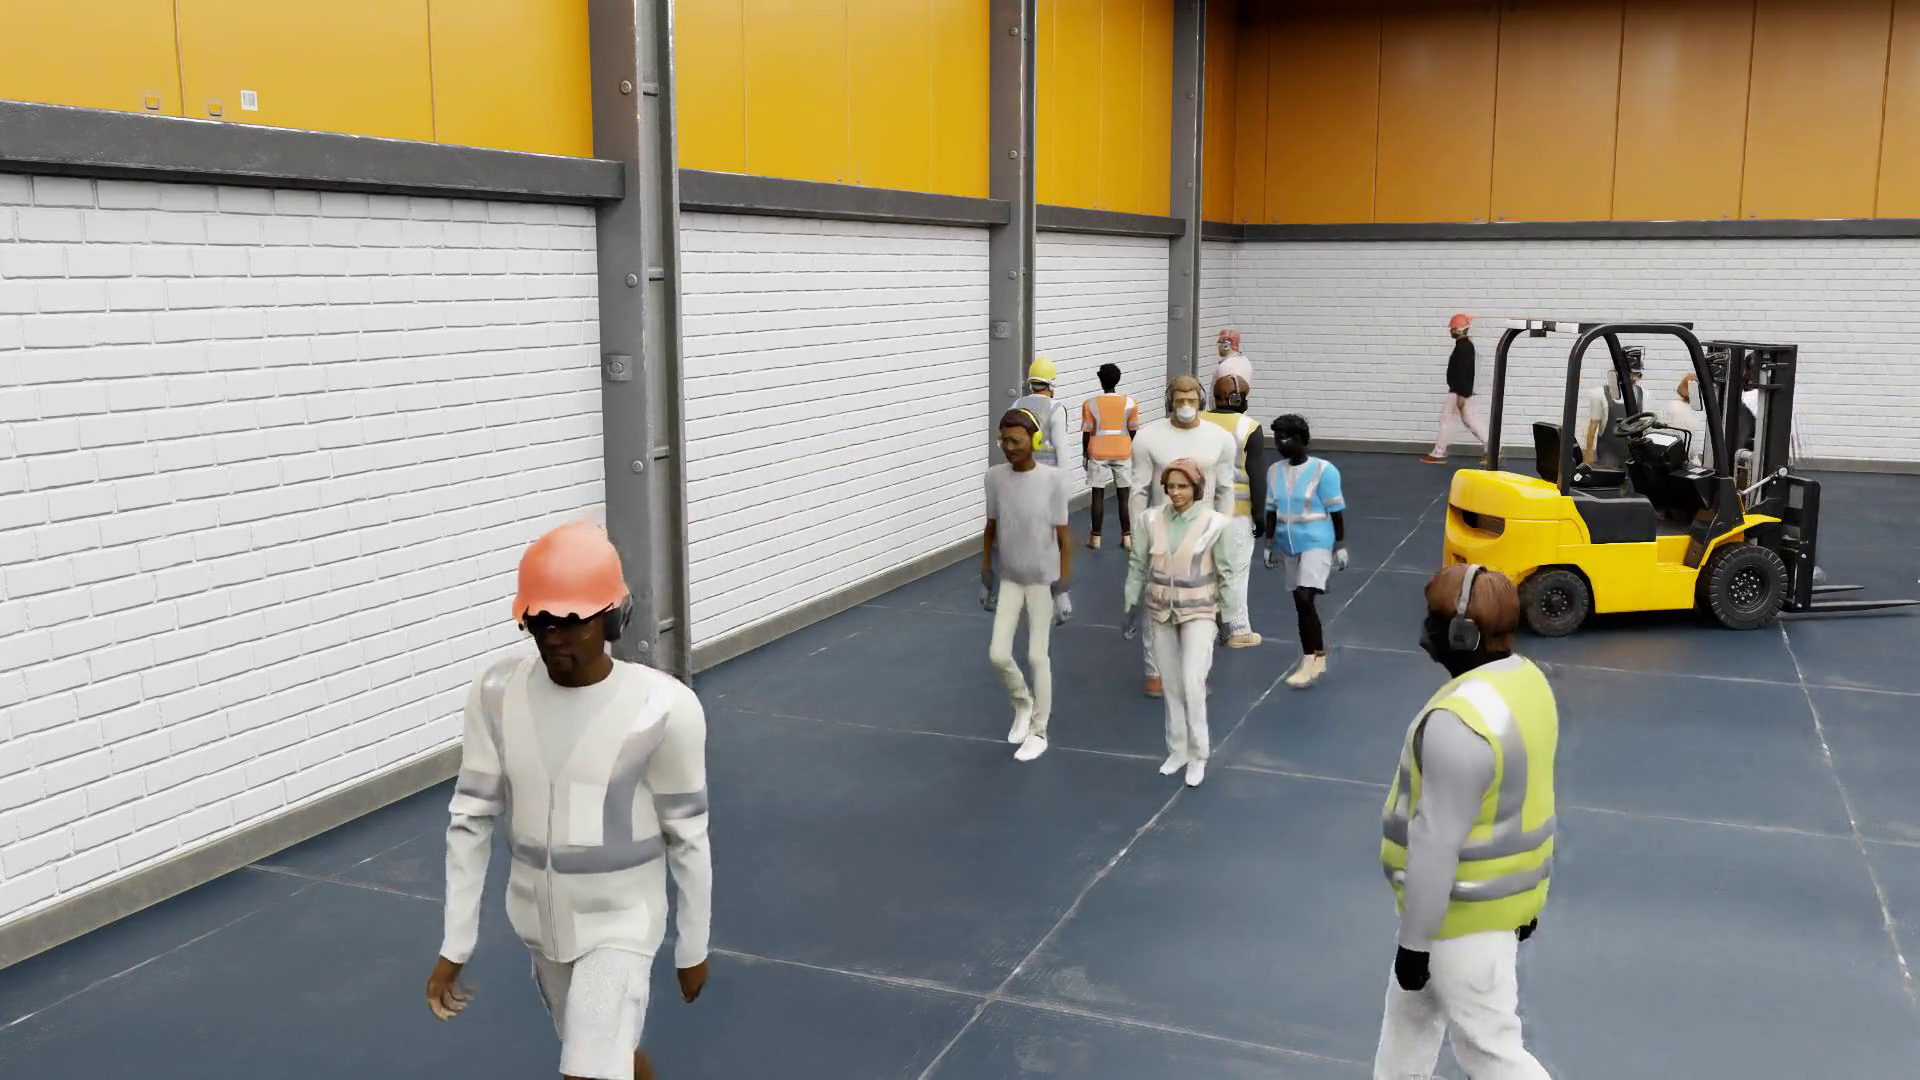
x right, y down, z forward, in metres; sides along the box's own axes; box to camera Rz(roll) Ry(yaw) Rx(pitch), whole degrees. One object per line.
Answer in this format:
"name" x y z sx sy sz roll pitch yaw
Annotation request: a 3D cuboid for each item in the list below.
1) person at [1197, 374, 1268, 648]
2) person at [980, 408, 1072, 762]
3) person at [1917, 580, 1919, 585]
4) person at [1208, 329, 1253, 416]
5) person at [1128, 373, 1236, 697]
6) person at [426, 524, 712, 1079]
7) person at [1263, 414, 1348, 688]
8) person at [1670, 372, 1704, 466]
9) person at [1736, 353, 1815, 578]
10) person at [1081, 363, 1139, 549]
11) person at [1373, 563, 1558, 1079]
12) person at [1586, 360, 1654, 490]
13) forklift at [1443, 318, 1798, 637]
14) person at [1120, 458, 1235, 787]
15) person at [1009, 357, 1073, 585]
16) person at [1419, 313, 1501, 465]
"person" 1.799 -0.196 11.244 0.634 1.838 0.429 8 12 39
"person" 0.344 0.228 8.654 0.577 1.848 0.397 5 10 27
"person" 7.892 -0.519 13.128 0.704 1.875 0.473 -9 13 -44
"person" 2.797 -1.249 17.408 0.407 1.912 0.639 5 11 30
"person" 1.318 -0.026 9.911 0.636 1.936 0.354 0 9 -2
"person" -0.905 0.925 4.056 0.604 1.984 1.088 3 10 19
"person" 2.051 0.067 10.164 0.647 1.661 0.563 -7 12 -38
"person" 6.546 -0.692 14.916 0.497 1.615 0.483 -6 11 -34
"person" 6.639 -0.622 13.791 0.607 1.857 1.076 -8 12 -38
"person" 1.356 -0.753 15.075 0.535 1.695 0.320 -1 9 -3
"person" 1.395 0.957 4.382 0.940 1.807 0.634 6 11 34
"person" 5.720 -0.695 14.354 0.514 1.808 0.684 -1 9 -5
"forklift" 4.706 -0.497 11.990 2.313 2.155 1.214 -2 10 -10
"person" 1.071 0.408 8.256 0.536 1.623 0.538 6 11 32
"person" 0.670 -0.544 13.352 0.404 1.837 0.596 -9 13 -43
"person" 6.497 -1.937 21.424 0.965 1.965 0.618 5 11 30
